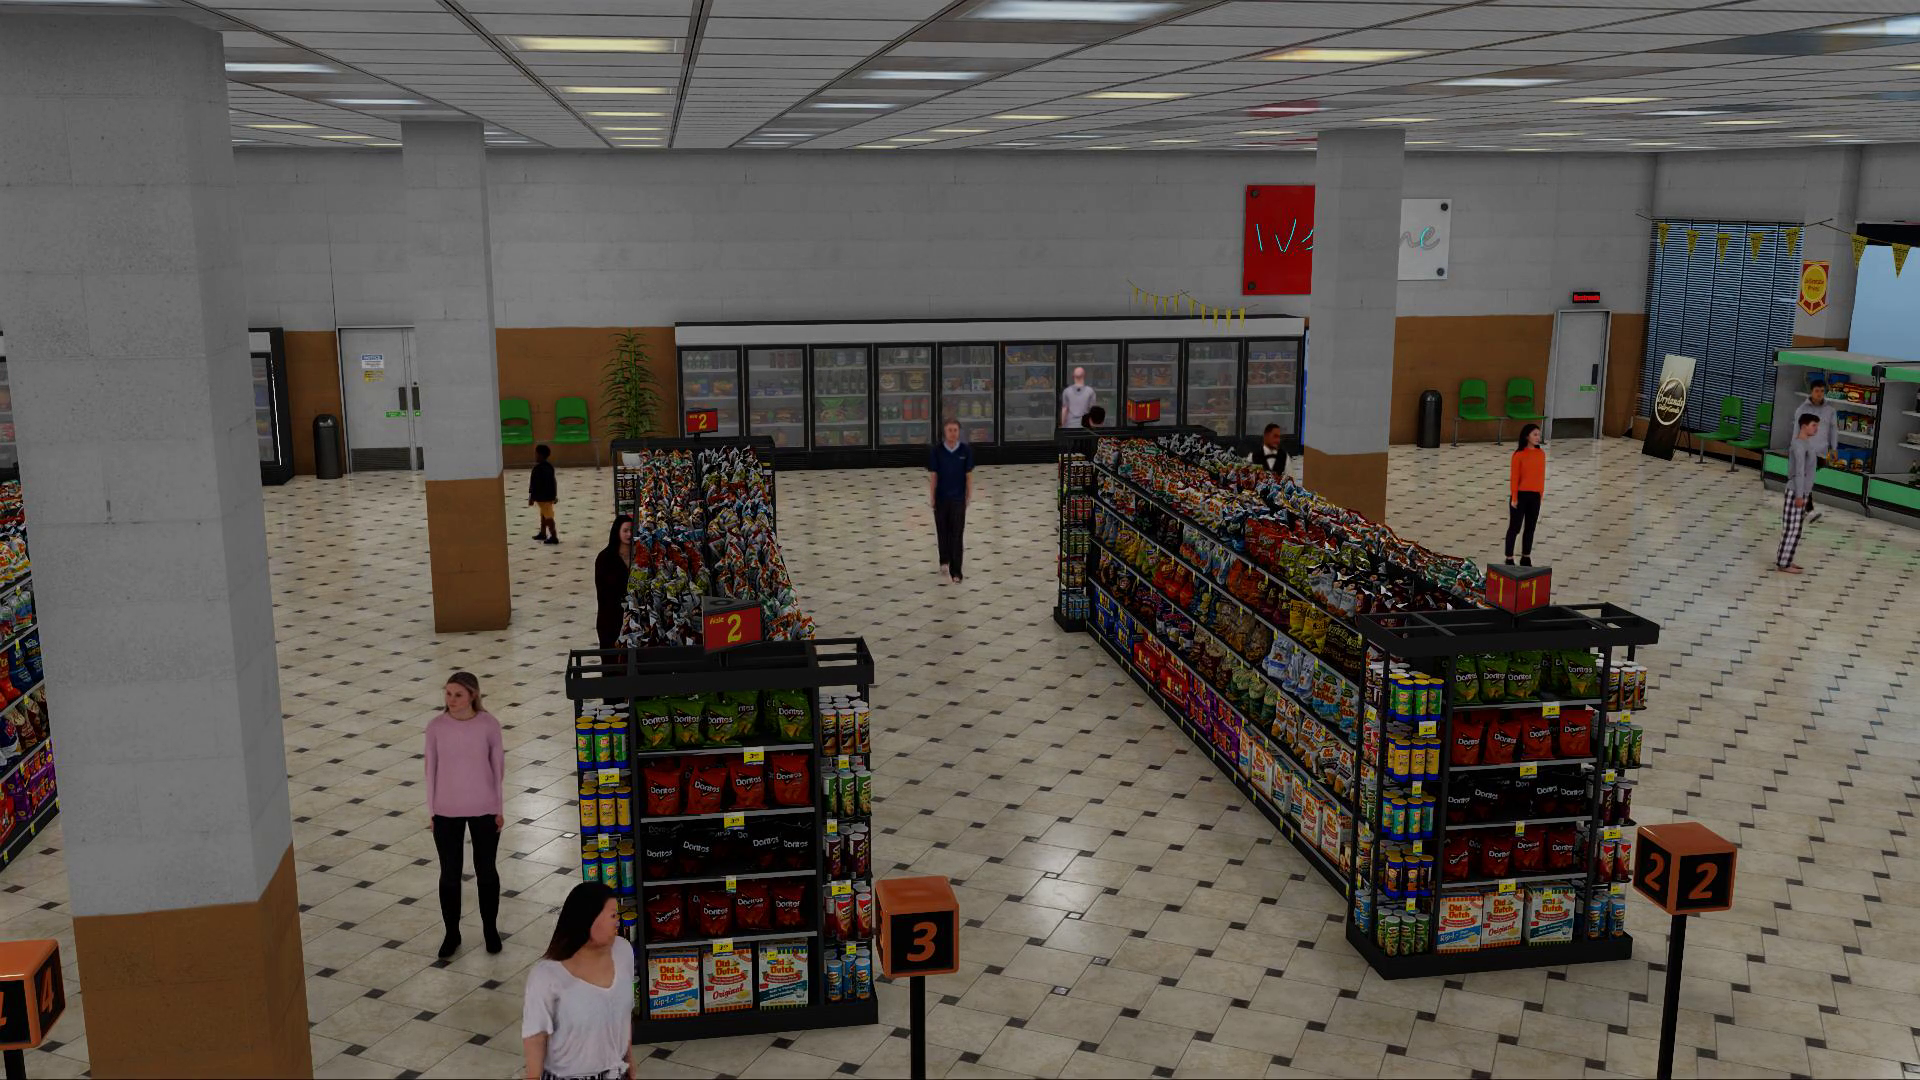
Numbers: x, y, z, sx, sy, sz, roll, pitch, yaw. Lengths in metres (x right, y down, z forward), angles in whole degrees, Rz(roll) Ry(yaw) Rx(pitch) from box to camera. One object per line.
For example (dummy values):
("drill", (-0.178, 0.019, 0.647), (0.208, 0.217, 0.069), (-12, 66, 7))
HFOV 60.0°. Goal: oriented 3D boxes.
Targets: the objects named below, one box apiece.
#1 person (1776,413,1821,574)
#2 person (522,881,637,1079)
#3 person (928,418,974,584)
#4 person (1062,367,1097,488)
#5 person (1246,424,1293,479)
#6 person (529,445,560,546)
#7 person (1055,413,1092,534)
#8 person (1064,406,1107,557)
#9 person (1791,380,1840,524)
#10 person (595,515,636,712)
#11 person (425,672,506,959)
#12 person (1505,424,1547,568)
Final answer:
("person", (9.734, -0.556, 19.322), (0.765, 1.847, 0.694), (7, 14, 30))
("person", (-1.579, 2.182, 6.759), (0.925, 1.666, 0.862), (11, 16, 42))
("person", (-0.133, -0.449, 18.881), (0.838, 1.819, 1.256), (0, 12, 1))
("person", (1.741, -1.636, 24.476), (0.743, 1.837, 0.700), (2, 12, 8))
("person", (3.320, -0.337, 18.233), (0.734, 1.867, 1.257), (-1, 12, -5))
("person", (-5.117, -0.551, 20.728), (0.728, 1.256, 0.704), (3, 12, 16))
("person", (1.779, -0.799, 21.118), (0.864, 1.582, 0.984), (2, 12, 8))
("person", (1.656, -0.607, 19.554), (1.065, 1.850, 1.307), (-10, 15, -38))
("person", (11.359, -1.176, 22.239), (0.888, 1.858, 1.301), (1, 12, 4))
("person", (-2.789, 0.644, 13.836), (0.754, 1.759, 0.746), (-7, 14, -31))
("person", (-2.857, 1.565, 9.636), (0.595, 1.687, 0.538), (-3, 12, -12))
("person", (6.526, -0.483, 19.215), (0.657, 1.748, 0.609), (-5, 13, -20))
